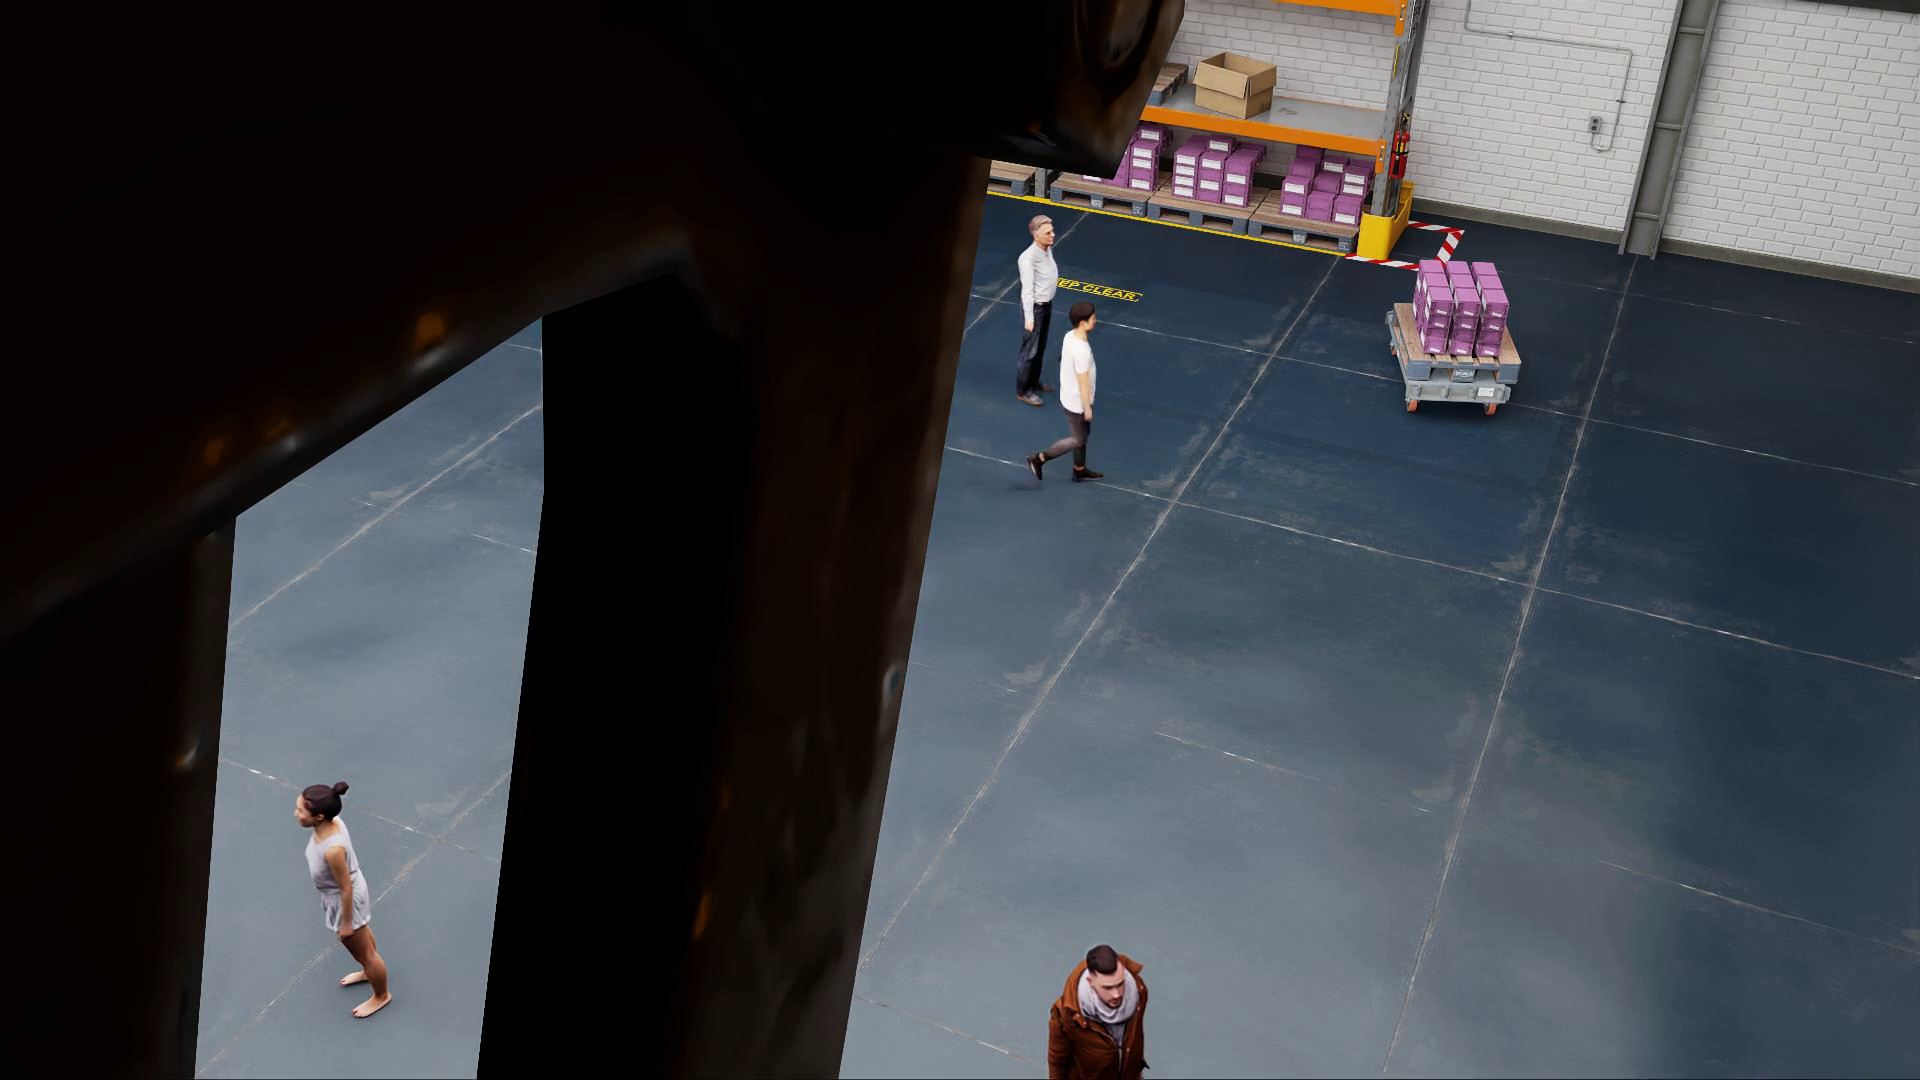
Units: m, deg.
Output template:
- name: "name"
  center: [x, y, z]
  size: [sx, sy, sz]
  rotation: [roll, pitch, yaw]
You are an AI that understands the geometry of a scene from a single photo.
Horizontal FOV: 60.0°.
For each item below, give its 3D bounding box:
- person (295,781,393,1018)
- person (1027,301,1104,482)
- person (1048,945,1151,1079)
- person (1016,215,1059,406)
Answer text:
- name: "person"
  center: [-3.451, 1.992, 9.318]
  size: [0.722, 1.607, 0.640]
  rotation: [-18, 37, -24]
- name: "person"
  center: [0.914, -1.207, 14.041]
  size: [1.017, 1.706, 0.867]
  rotation: [-1, 34, -2]
- name: "person"
  center: [0.668, 2.651, 8.118]
  size: [0.856, 1.837, 0.895]
  rotation: [-18, 38, -25]
- name: "person"
  center: [0.710, -2.155, 15.366]
  size: [0.533, 1.818, 0.646]
  rotation: [15, 36, 21]
